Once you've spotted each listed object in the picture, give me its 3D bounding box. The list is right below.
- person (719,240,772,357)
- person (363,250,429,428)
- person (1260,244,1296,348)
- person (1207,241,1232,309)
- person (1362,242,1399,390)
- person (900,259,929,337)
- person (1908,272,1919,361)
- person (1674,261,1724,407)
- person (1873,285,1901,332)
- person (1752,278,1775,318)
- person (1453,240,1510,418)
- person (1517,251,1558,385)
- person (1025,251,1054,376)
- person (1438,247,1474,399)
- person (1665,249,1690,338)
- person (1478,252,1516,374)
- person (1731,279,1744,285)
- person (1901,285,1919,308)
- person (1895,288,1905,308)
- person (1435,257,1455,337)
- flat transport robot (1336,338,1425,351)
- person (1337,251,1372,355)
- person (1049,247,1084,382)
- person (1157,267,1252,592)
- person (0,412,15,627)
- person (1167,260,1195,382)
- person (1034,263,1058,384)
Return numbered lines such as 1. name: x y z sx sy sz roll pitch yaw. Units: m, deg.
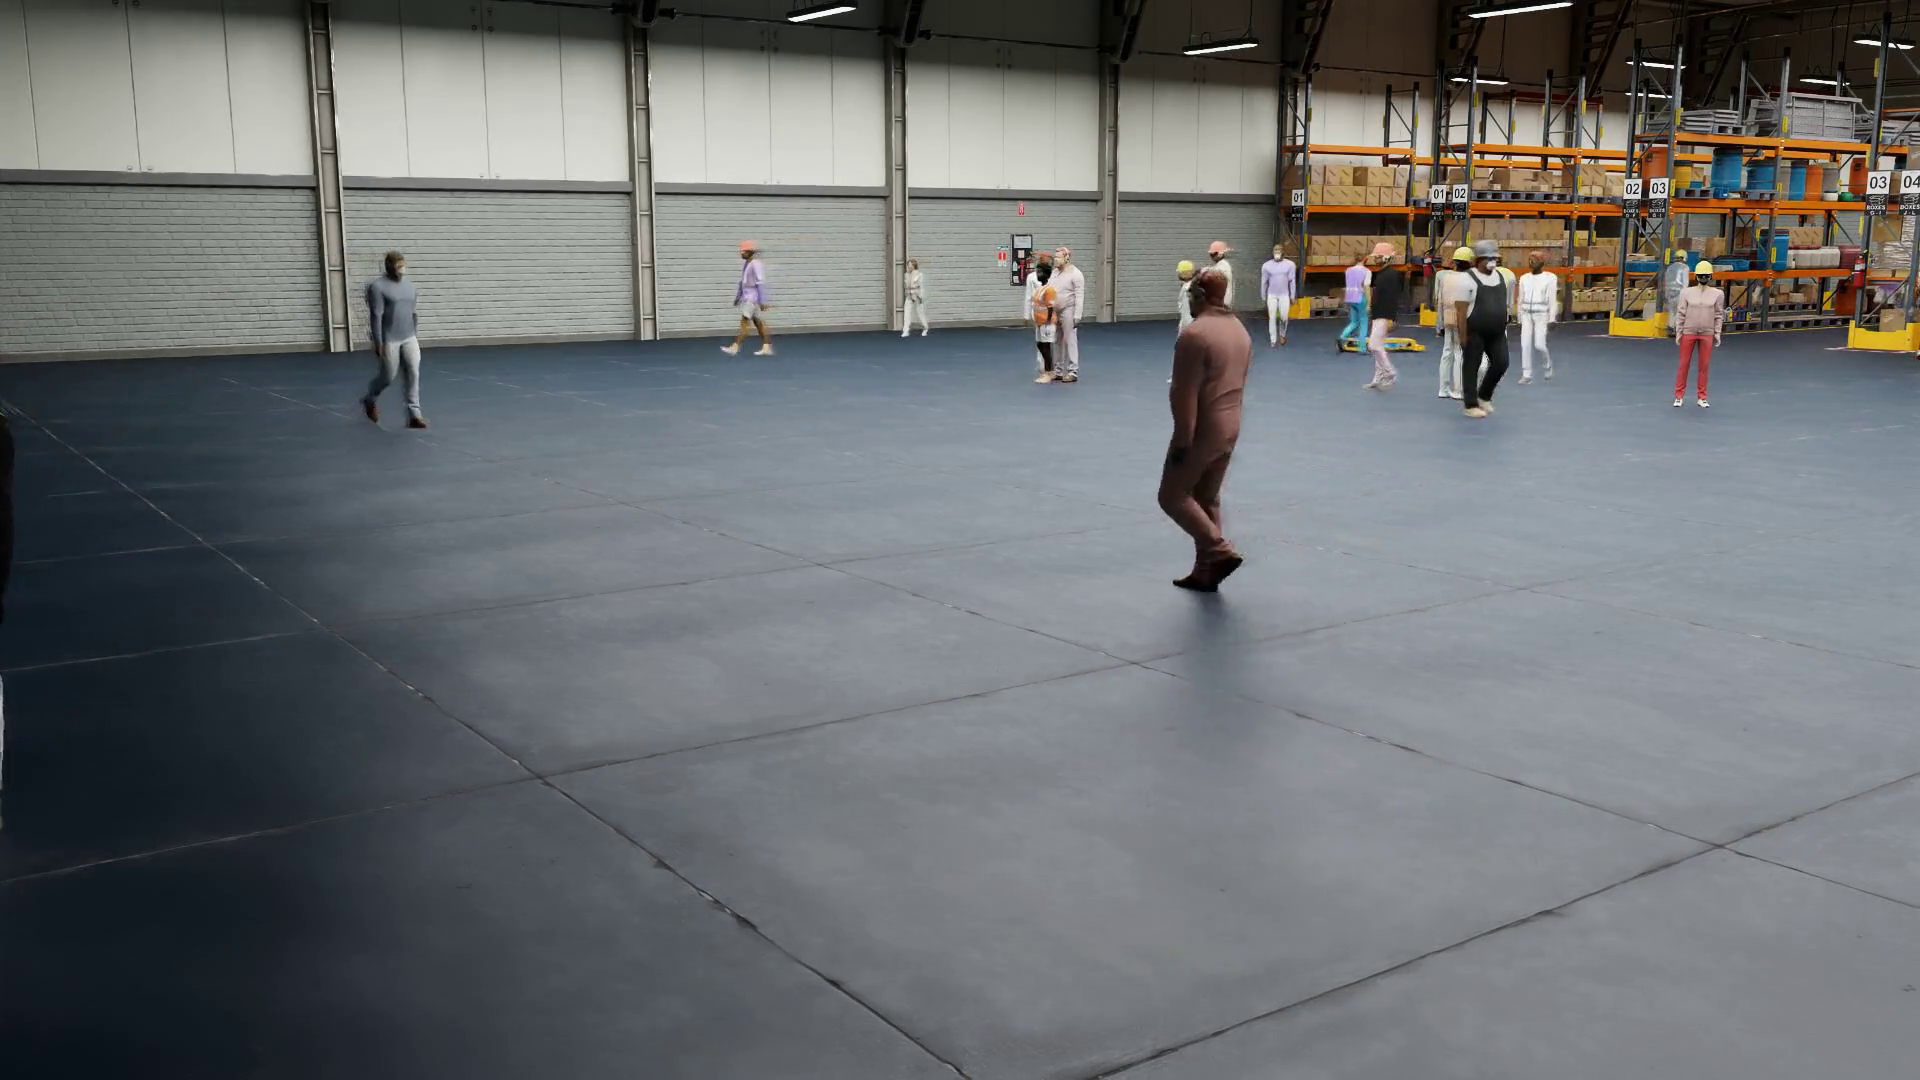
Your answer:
1. person: -3.700 -4.134 28.548 1.029 1.993 0.618 -4 11 -22
2. person: -6.136 -2.168 17.996 0.825 1.919 0.638 7 13 35
3. person: 5.890 -4.515 30.839 0.648 1.918 0.437 3 11 15
4. person: 4.163 -3.814 26.829 0.434 1.980 0.659 -1 10 -7
5. person: 5.623 -2.978 22.247 0.447 1.978 0.658 -1 10 -3
6. person: -0.919 -5.007 34.401 0.524 1.604 0.813 7 12 33
7. person: 15.983 -3.834 27.355 0.519 1.836 0.914 -1 10 -3
8. person: 8.938 -2.485 20.130 0.523 1.769 0.316 3 11 15
9. person: 19.652 -5.328 35.281 0.496 1.924 0.568 -7 13 -35
10. person: 19.728 -6.188 40.818 0.519 1.617 0.388 9 14 40
11. person: 5.964 -2.406 18.946 0.715 2.000 0.536 -4 11 -20
12. person: 8.059 -3.099 23.224 0.538 1.864 0.591 -10 14 -43
13. person: 1.249 -3.390 24.886 0.602 1.858 0.845 -2 11 -13
14. person: 6.335 -2.748 21.134 0.370 1.925 0.594 -5 12 -26
15. person: 14.567 -4.987 33.758 0.497 1.800 0.613 -4 11 -19
16. person: 8.028 -3.426 25.087 0.634 1.841 0.429 -1 10 -7
17. person: 21.982 -7.499 47.192 0.935 1.933 0.615 -7 13 -35
18. person: 19.252 -4.990 33.420 0.628 1.933 0.358 5 12 26
19. person: 21.426 -5.692 37.761 0.434 1.757 0.535 -9 14 -41
20. person: 10.025 -4.998 34.272 0.507 1.632 0.272 10 14 44
21. flat transport robot: 7.572 -3.530 29.961 1.431 0.197 0.652 -1 10 -7
22. person: 6.884 -4.113 28.900 0.591 1.818 0.587 -7 12 -33
23. person: 1.456 -3.194 23.637 0.402 1.906 0.651 -9 13 -40
24. person: 1.404 -0.614 9.544 0.461 1.885 0.661 8 13 37
25. person: -3.433 0.159 5.452 0.662 1.829 0.572 1 10 5
26. person: 3.255 -3.059 23.391 0.587 1.722 0.506 2 10 8
27. person: 1.227 -3.043 23.399 0.451 1.691 0.621 -2 11 -13
